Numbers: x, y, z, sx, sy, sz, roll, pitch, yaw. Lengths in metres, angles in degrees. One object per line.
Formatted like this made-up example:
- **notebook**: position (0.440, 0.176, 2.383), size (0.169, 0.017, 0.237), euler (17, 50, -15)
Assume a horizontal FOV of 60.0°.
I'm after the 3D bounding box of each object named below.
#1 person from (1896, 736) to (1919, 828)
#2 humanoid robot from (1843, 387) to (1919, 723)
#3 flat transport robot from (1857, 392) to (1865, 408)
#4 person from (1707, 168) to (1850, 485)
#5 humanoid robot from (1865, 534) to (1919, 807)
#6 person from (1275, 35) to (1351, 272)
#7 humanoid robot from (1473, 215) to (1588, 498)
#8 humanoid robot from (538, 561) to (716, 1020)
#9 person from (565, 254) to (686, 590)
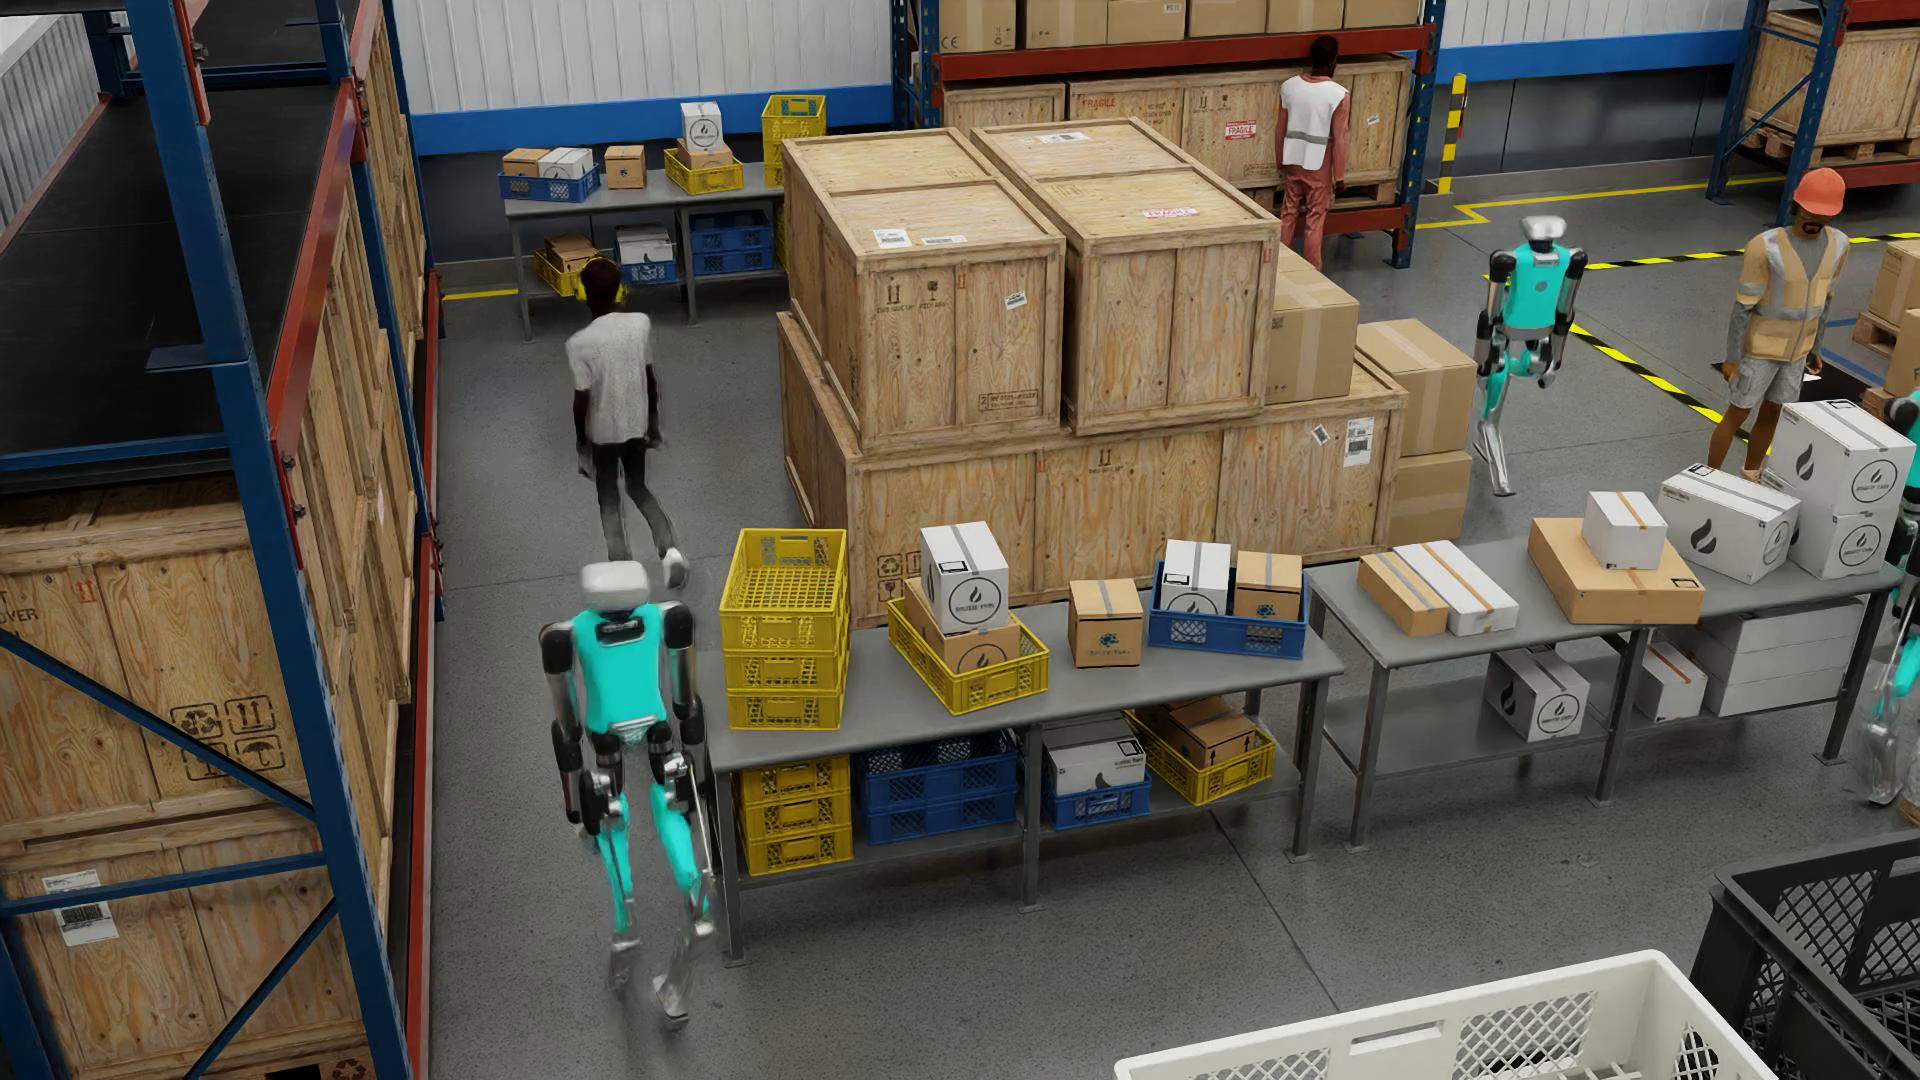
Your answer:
- **person**: position (4.286, 0.390, 6.792), size (0.629, 1.835, 0.429), euler (-14, 32, -24)
- **humanoid robot**: position (4.430, 0.090, 7.468), size (0.538, 1.758, 1.015), euler (-6, 29, -11)
- **flat transport robot**: position (6.184, -0.562, 10.108), size (0.652, 0.197, 1.431), euler (-7, 30, -13)
- **person**: position (4.536, -1.063, 9.211), size (0.613, 2.039, 0.381), euler (-6, 29, -11)
- **humanoid robot**: position (4.055, 0.446, 6.802), size (0.556, 1.814, 0.666), euler (22, 36, 34)
- **person**: position (2.625, -2.809, 12.507), size (0.595, 1.916, 0.369), euler (24, 37, 37)
- **humanoid robot**: position (3.159, -1.108, 9.617), size (0.541, 1.730, 1.045), euler (-2, 29, -3)
- **humanoid robot**: position (-1.087, 0.990, 5.818), size (0.530, 1.772, 0.888), euler (-12, 31, -20)
- **person**: position (-1.706, -0.530, 8.442), size (0.528, 1.846, 0.585), euler (-23, 36, -35)
